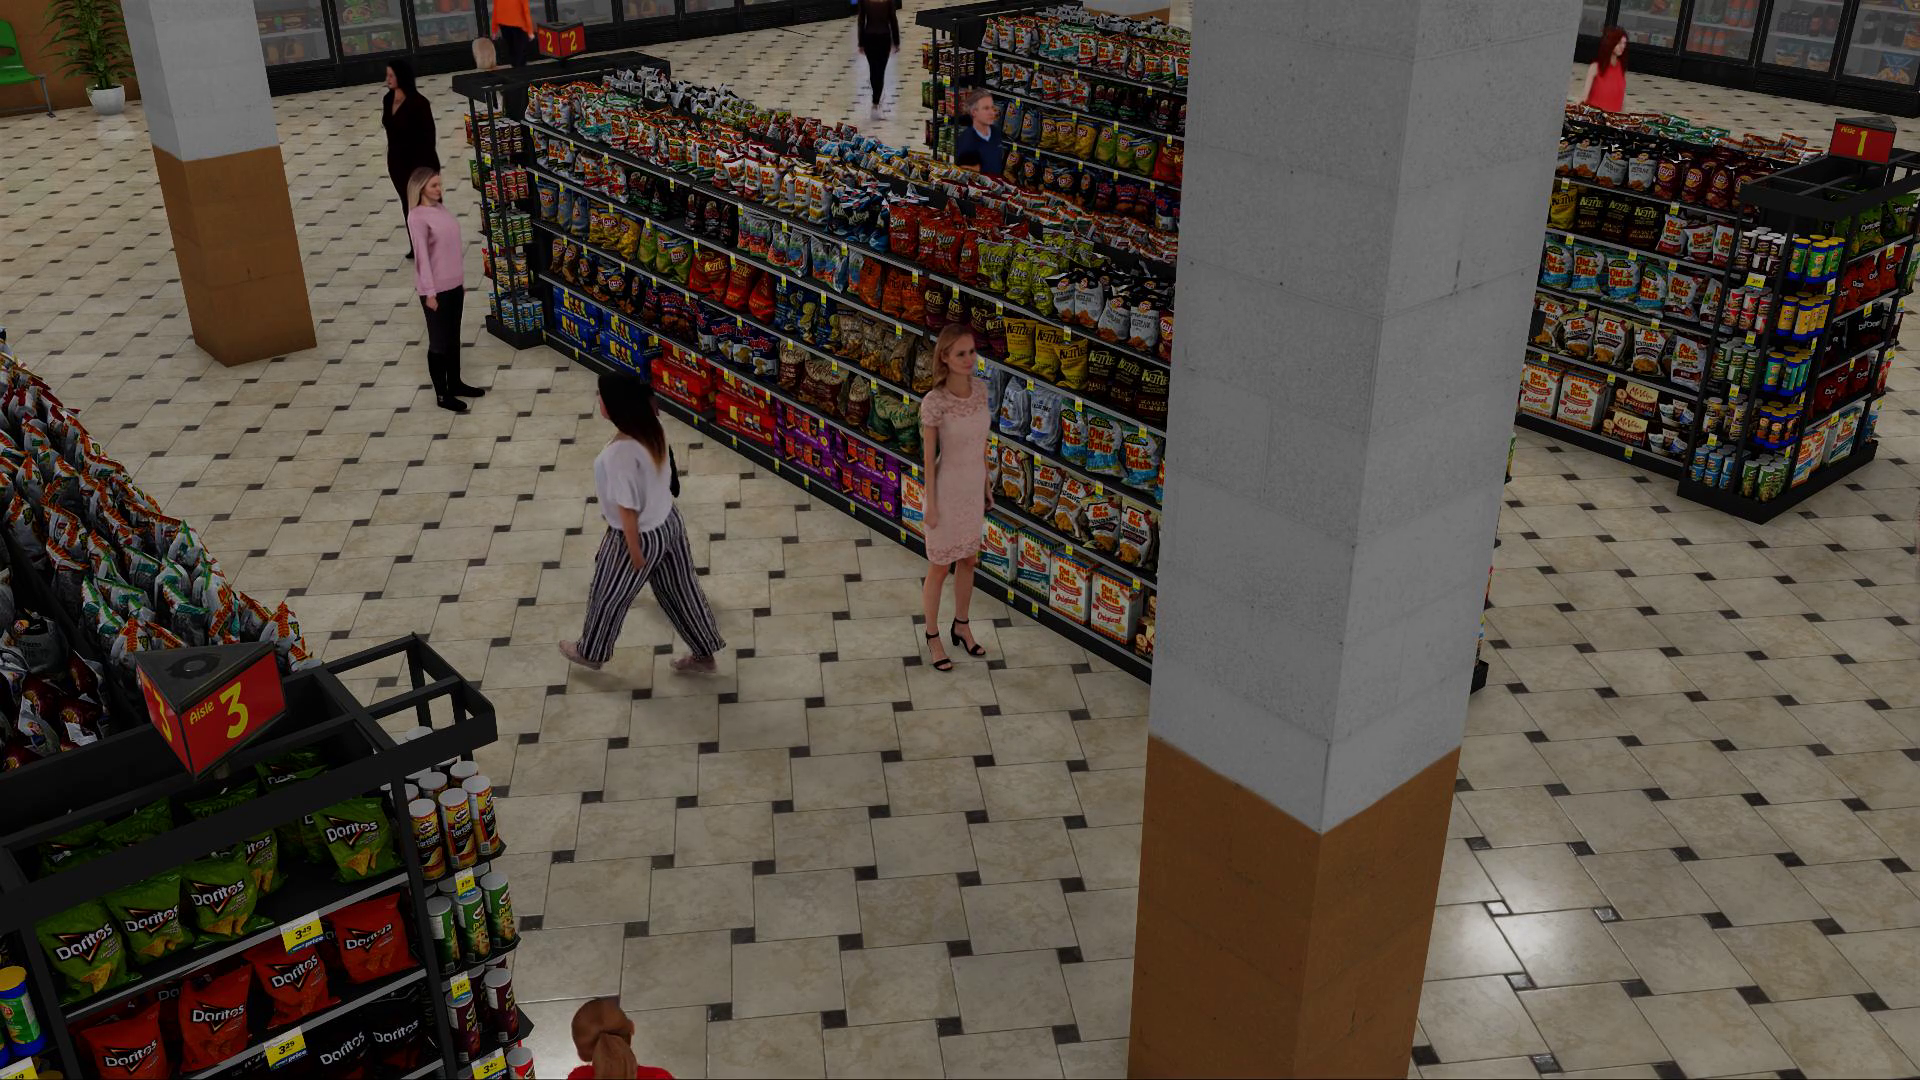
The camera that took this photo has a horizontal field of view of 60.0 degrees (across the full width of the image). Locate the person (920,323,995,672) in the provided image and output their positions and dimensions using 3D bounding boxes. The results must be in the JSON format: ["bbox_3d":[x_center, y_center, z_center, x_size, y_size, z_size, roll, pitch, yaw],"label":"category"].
[{"bbox_3d":[-0.030,-0.216,8.343,0.569,1.830,0.486,-20,33,-34],"label":"person"}]

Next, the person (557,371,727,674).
[{"bbox_3d":[-1.484,-0.037,8.206,1.221,1.635,1.050,8,28,15],"label":"person"}]

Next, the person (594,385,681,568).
[{"bbox_3d":[-1.768,-0.248,9.044,0.896,1.255,0.708,11,29,21],"label":"person"}]

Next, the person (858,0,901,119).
[{"bbox_3d":[-0.986,-5.793,19.527,1.048,1.663,1.081,4,27,7],"label":"person"}]

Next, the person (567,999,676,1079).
[{"bbox_3d":[-0.950,1.910,4.794,0.877,1.249,0.873,6,28,12],"label":"person"}]

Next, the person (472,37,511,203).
[{"bbox_3d":[-4.204,-3.763,15.444,0.746,1.735,0.702,11,29,20],"label":"person"}]

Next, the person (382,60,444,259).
[{"bbox_3d":[-4.759,-3.304,14.514,0.683,1.757,0.808,13,30,25],"label":"person"}]

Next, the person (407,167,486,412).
[{"bbox_3d":[-3.616,-1.753,11.532,0.721,1.688,0.685,6,27,12],"label":"person"}]

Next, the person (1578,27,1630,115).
[{"bbox_3d":[5.915,-3.876,15.577,0.682,1.816,0.742,-12,29,-22],"label":"person"}]

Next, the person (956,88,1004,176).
[{"bbox_3d":[0.152,-2.564,12.929,0.610,1.870,0.699,20,33,33],"label":"person"}]

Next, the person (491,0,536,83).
[{"bbox_3d":[-5.361,-6.164,20.202,1.116,1.712,1.022,10,29,19],"label":"person"}]
